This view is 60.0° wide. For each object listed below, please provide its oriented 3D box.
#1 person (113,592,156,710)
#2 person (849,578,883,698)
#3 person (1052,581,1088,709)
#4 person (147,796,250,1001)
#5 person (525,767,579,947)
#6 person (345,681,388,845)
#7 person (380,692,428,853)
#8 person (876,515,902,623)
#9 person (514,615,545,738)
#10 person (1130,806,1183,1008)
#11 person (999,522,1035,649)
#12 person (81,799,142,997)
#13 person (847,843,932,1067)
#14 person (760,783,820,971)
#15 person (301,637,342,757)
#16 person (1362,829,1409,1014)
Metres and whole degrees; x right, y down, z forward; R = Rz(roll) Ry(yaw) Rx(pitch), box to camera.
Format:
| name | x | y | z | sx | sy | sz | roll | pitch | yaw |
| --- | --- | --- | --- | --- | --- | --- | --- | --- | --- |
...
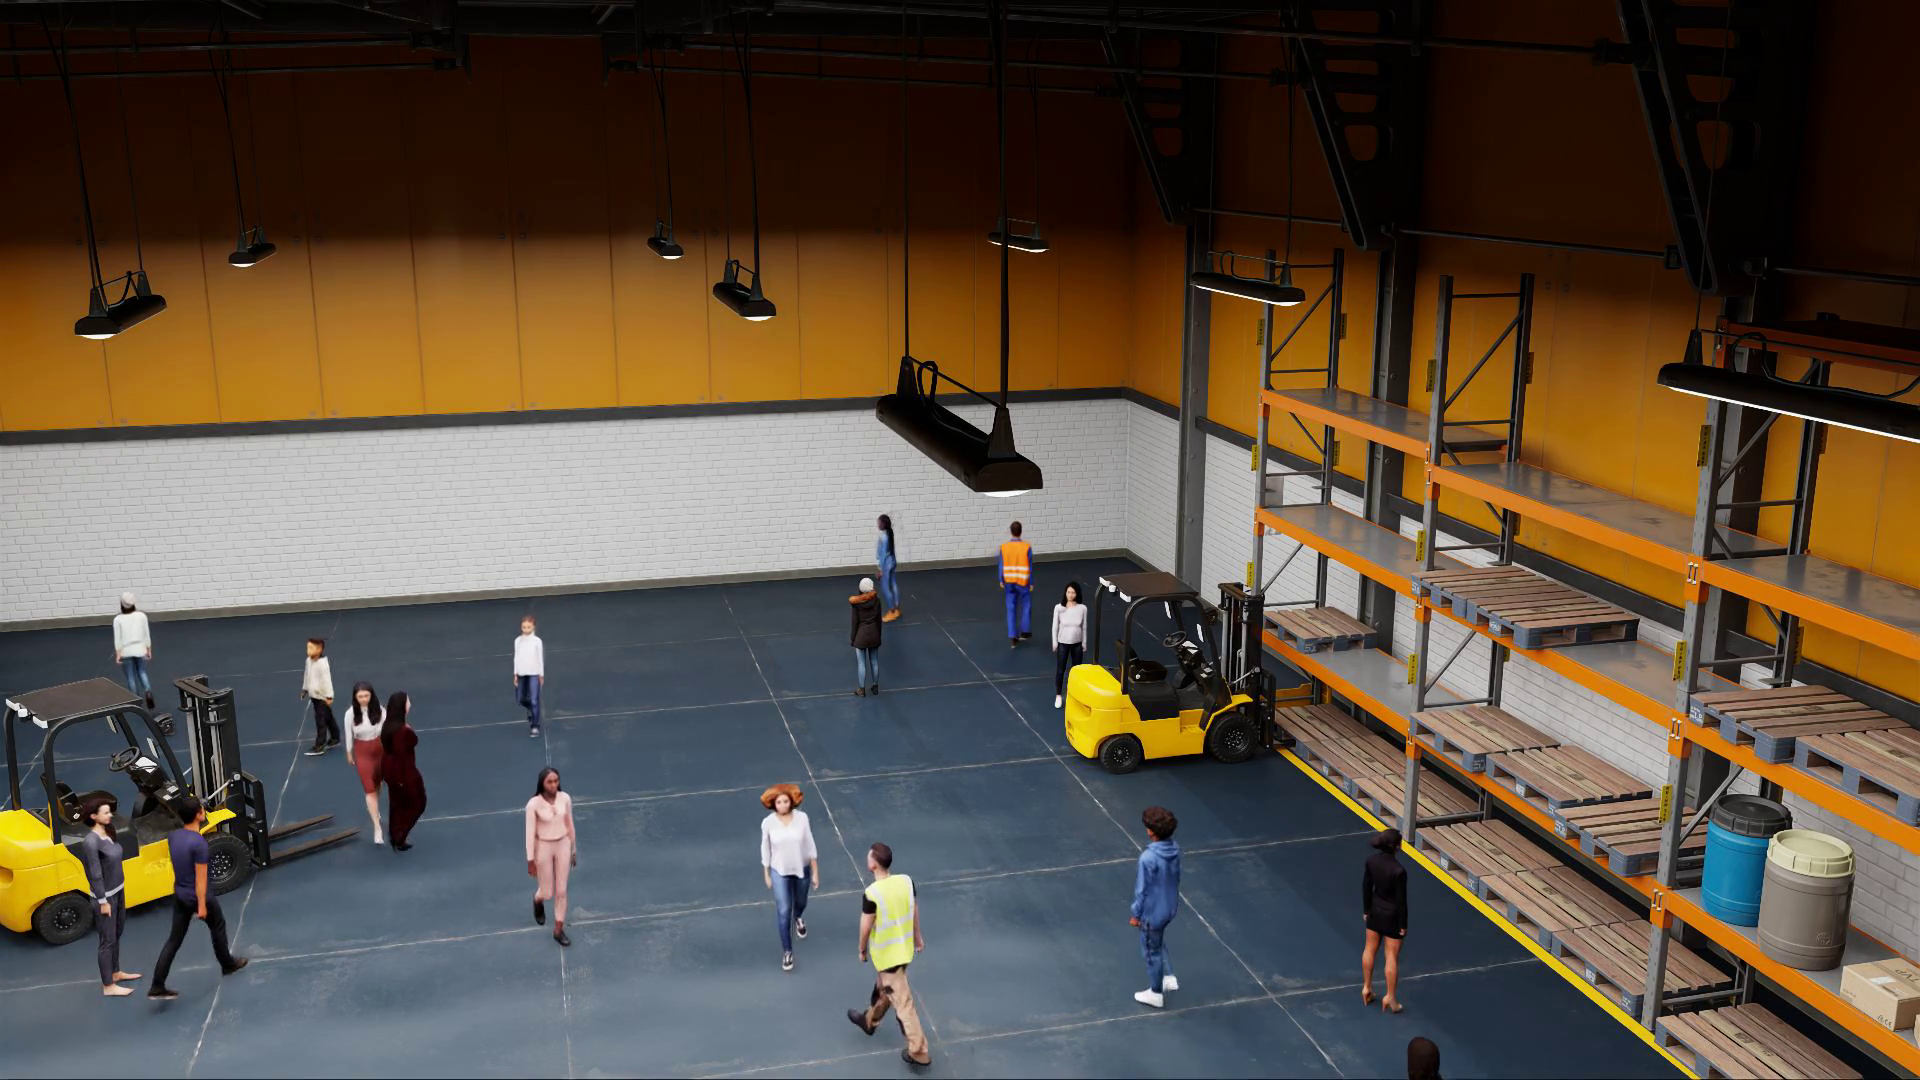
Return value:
| name | x | y | z | sx | sy | sz | roll | pitch | yaw |
| --- | --- | --- | --- | --- | --- | --- | --- | --- | --- |
| person | -10.683 | 1.476 | 21.541 | 0.771 | 1.634 | 0.900 | -12 | 18 | -40 |
| person | -1.250 | 1.291 | 22.305 | 0.679 | 1.634 | 0.675 | -7 | 15 | -26 |
| person | 1.449 | 1.359 | 21.884 | 0.651 | 1.701 | 0.597 | -1 | 14 | -4 |
| person | -6.737 | 3.146 | 14.412 | 1.157 | 1.743 | 1.246 | 7 | 15 | 27 |
| person | -3.827 | 2.912 | 15.445 | 0.836 | 1.712 | 0.956 | -12 | 18 | -40 |
| person | -6.332 | 2.332 | 17.860 | 0.778 | 1.703 | 1.163 | -7 | 15 | -27 |
| person | -5.916 | 2.450 | 17.293 | 0.809 | 1.740 | 0.689 | -9 | 16 | -33 |
| person | -1.076 | 0.407 | 25.837 | 0.893 | 1.691 | 0.688 | 6 | 15 | 22 |
| person | -5.388 | 1.675 | 20.900 | 0.659 | 1.548 | 0.849 | 0 | 14 | 2 |
| person | 1.747 | 3.162 | 14.234 | 0.824 | 1.796 | 0.791 | 11 | 17 | 38 |
| person | 0.812 | 0.674 | 24.416 | 0.922 | 1.840 | 1.004 | 4 | 14 | 15 |
| person | -7.473 | 3.097 | 14.556 | 0.673 | 1.771 | 0.462 | -3 | 14 | -12 |
| person | -0.496 | 3.372 | 13.397 | 1.308 | 1.781 | 1.153 | 12 | 18 | 40 |
| person | -1.548 | 2.980 | 15.221 | 0.719 | 1.685 | 1.105 | -4 | 14 | -14 |
| person | -7.742 | 1.872 | 20.320 | 0.823 | 1.438 | 0.851 | 12 | 18 | 41 |
| person | 3.641 | 3.243 | 14.230 | 0.742 | 1.640 | 0.663 | -12 | 18 | -40 |
